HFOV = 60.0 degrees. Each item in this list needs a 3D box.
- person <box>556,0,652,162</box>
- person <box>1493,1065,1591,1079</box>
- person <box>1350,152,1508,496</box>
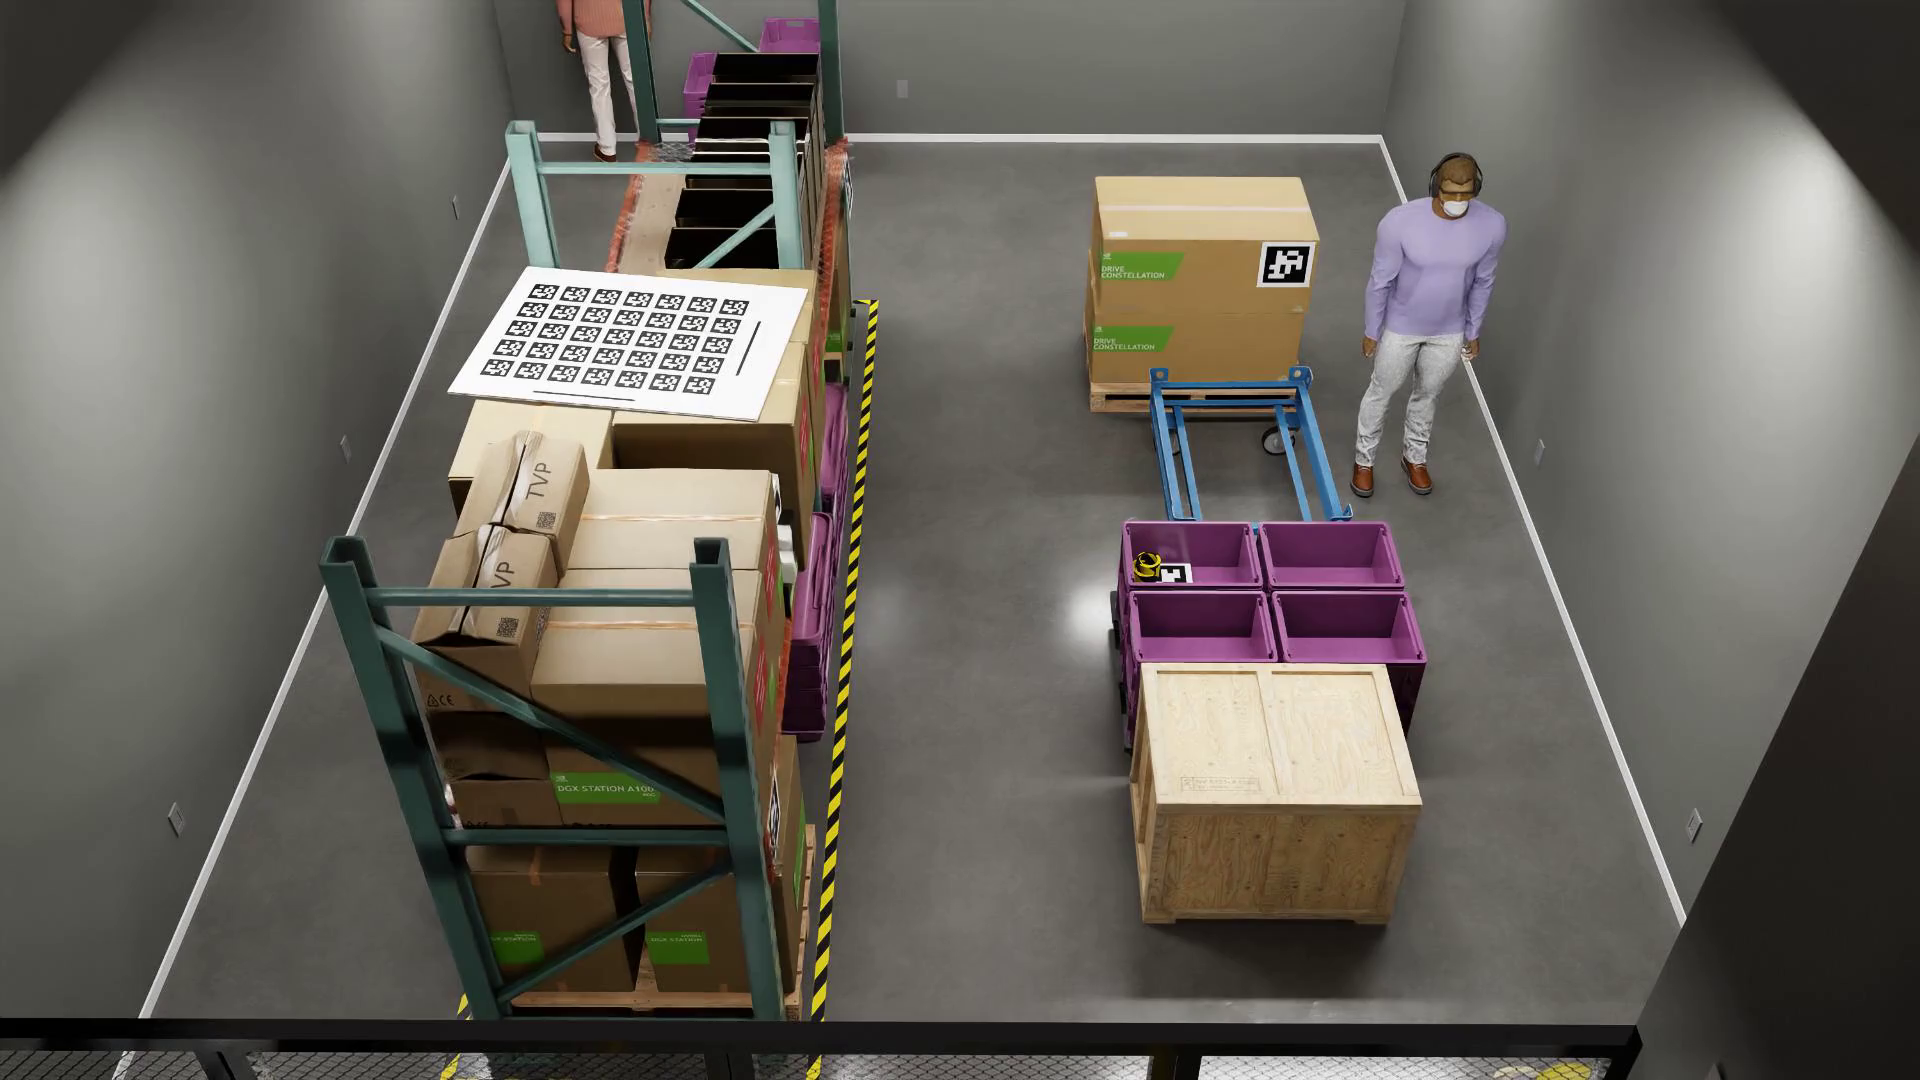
[{"bbox_3d":[-2.343,-3.435,10.988,0.624,1.992,0.389,-16,44,-17],"label":"person"},{"bbox_3d":[1.600,2.071,4.831,0.404,1.833,0.590,5,41,5],"label":"person"},{"bbox_3d":[2.319,-1.062,8.325,0.630,1.940,0.371,-1,41,-2],"label":"person"}]
